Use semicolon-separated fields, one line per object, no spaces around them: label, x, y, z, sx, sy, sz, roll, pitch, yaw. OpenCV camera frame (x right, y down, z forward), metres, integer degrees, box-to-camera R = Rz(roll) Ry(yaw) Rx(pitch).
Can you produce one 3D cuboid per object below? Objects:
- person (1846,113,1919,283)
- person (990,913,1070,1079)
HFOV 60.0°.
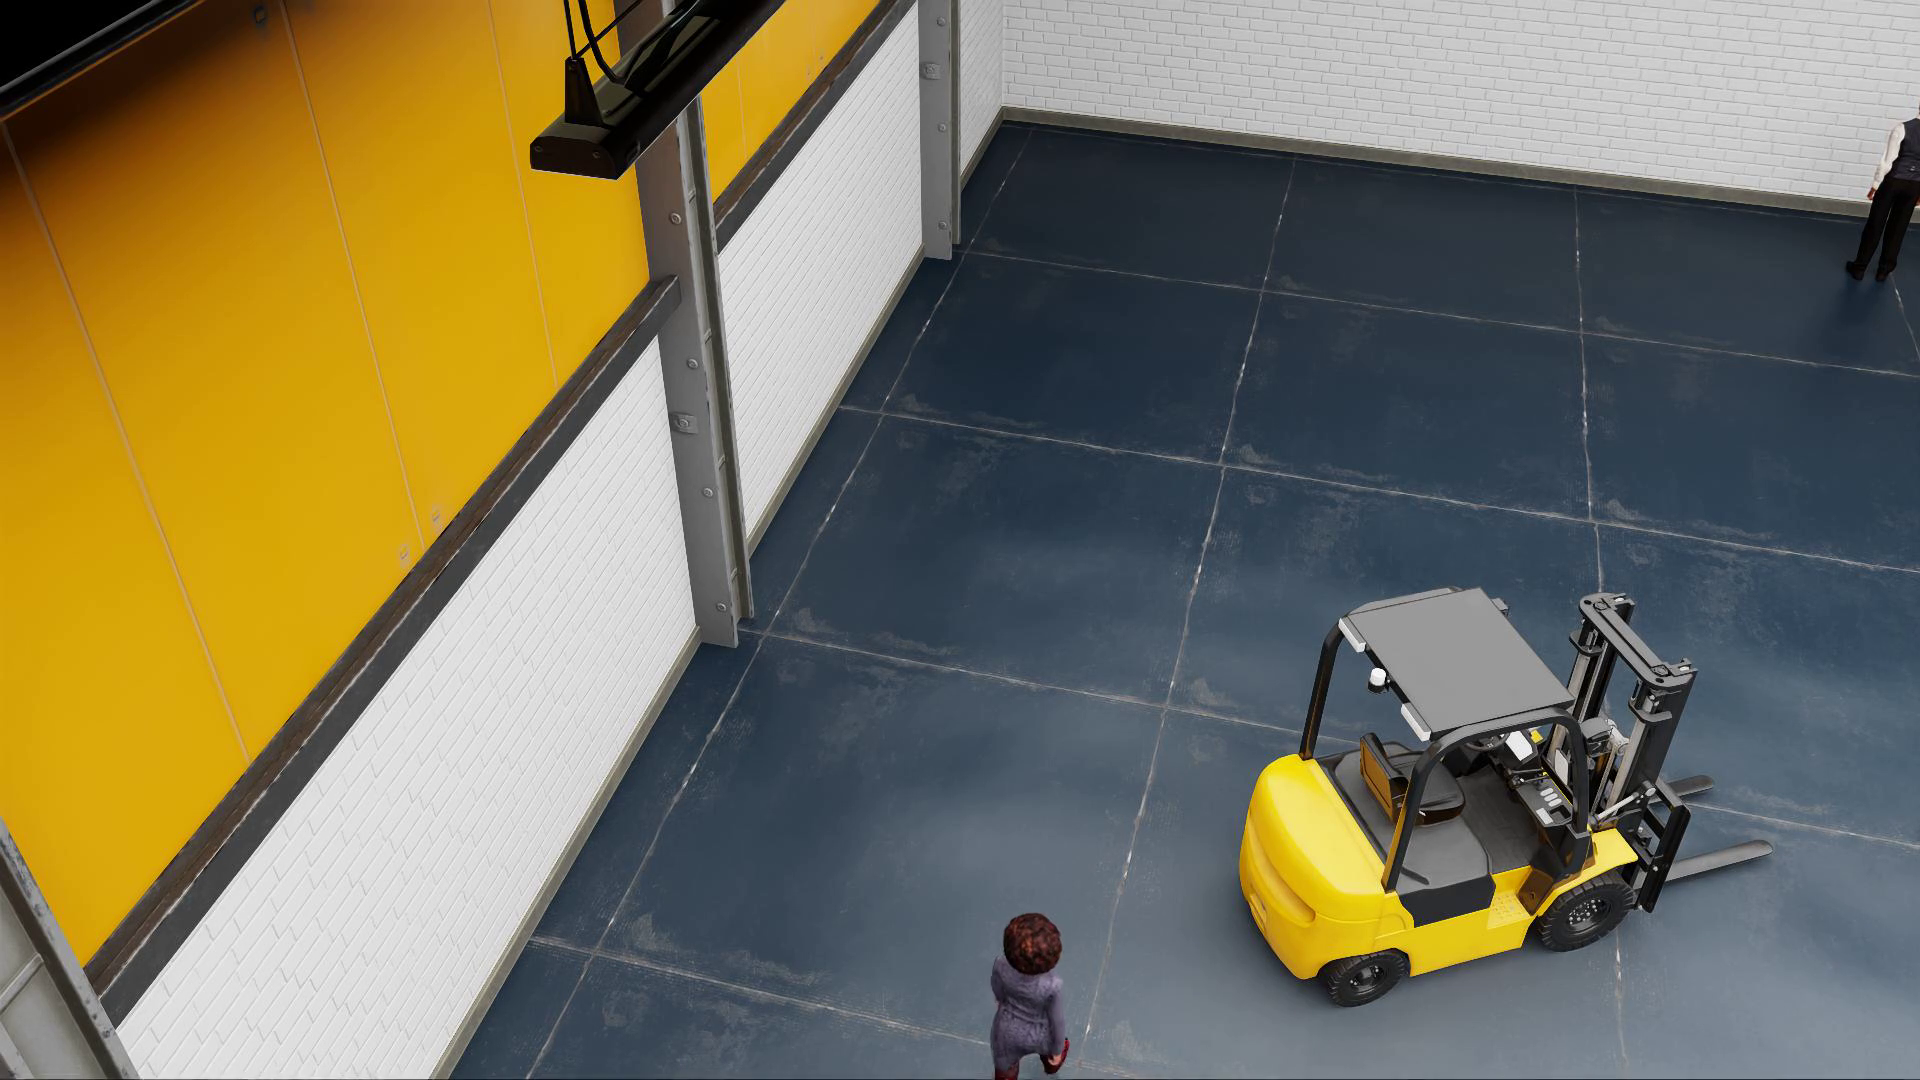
person;9.003;-3.381;15.916;0.684;1.919;0.569;8;39;10
person;0.299;2.624;8.596;0.727;1.671;1.107;15;41;18
